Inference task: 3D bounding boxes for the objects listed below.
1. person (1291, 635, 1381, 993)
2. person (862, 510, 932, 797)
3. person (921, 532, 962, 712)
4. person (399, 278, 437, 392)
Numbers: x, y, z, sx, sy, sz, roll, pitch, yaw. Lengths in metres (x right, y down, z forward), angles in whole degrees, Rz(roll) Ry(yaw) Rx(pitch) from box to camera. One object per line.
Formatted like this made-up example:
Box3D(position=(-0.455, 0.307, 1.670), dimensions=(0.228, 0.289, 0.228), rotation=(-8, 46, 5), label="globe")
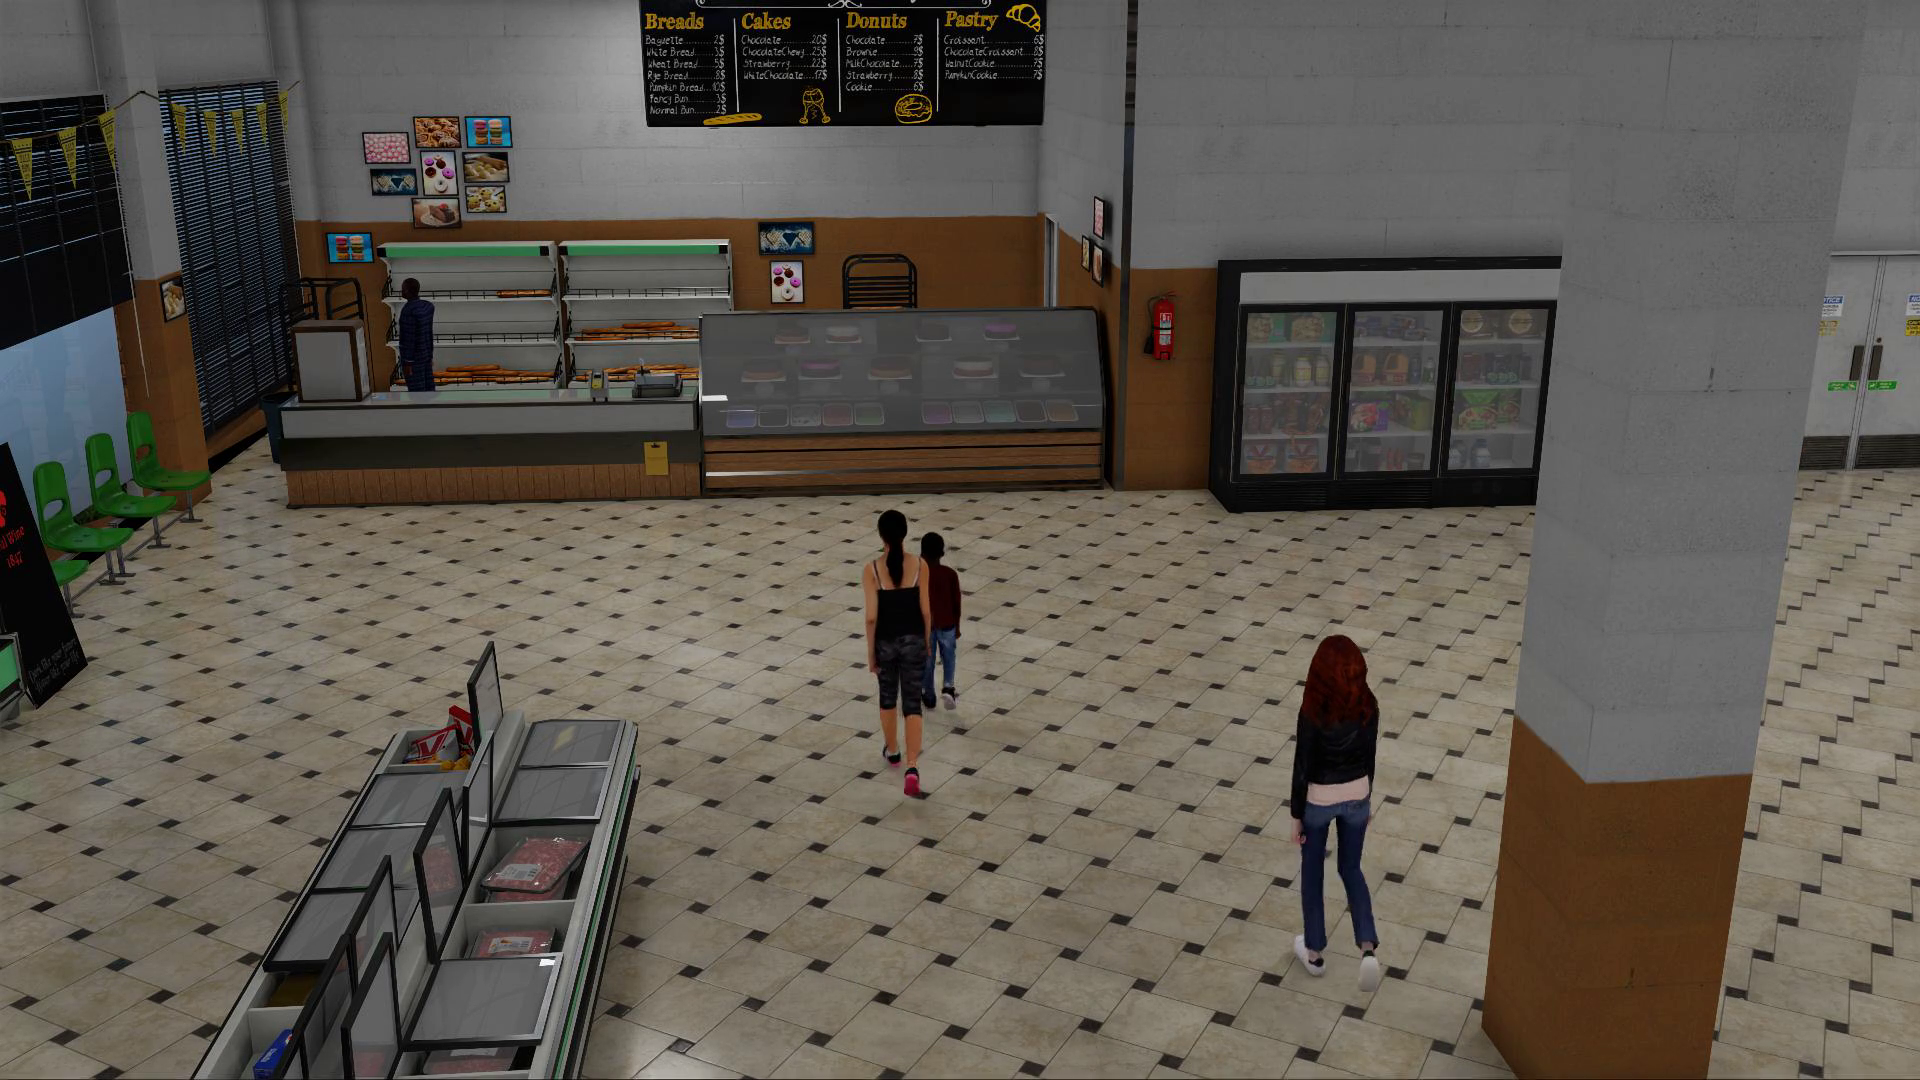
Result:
Box3D(position=(1.781, 1.307, 7.737), dimensions=(0.666, 1.778, 0.979), rotation=(-4, 17, -12), label="person")
Box3D(position=(-0.346, 0.695, 9.896), dimensions=(0.558, 1.694, 1.085), rotation=(-1, 17, -5), label="person")
Box3D(position=(-0.153, 0.569, 11.078), dimensions=(0.515, 1.249, 0.611), rotation=(-2, 17, -7), label="person")
Box3D(position=(-6.086, -2.037, 18.669), dimensions=(0.818, 1.824, 0.678), rotation=(5, 17, 15), label="person")
